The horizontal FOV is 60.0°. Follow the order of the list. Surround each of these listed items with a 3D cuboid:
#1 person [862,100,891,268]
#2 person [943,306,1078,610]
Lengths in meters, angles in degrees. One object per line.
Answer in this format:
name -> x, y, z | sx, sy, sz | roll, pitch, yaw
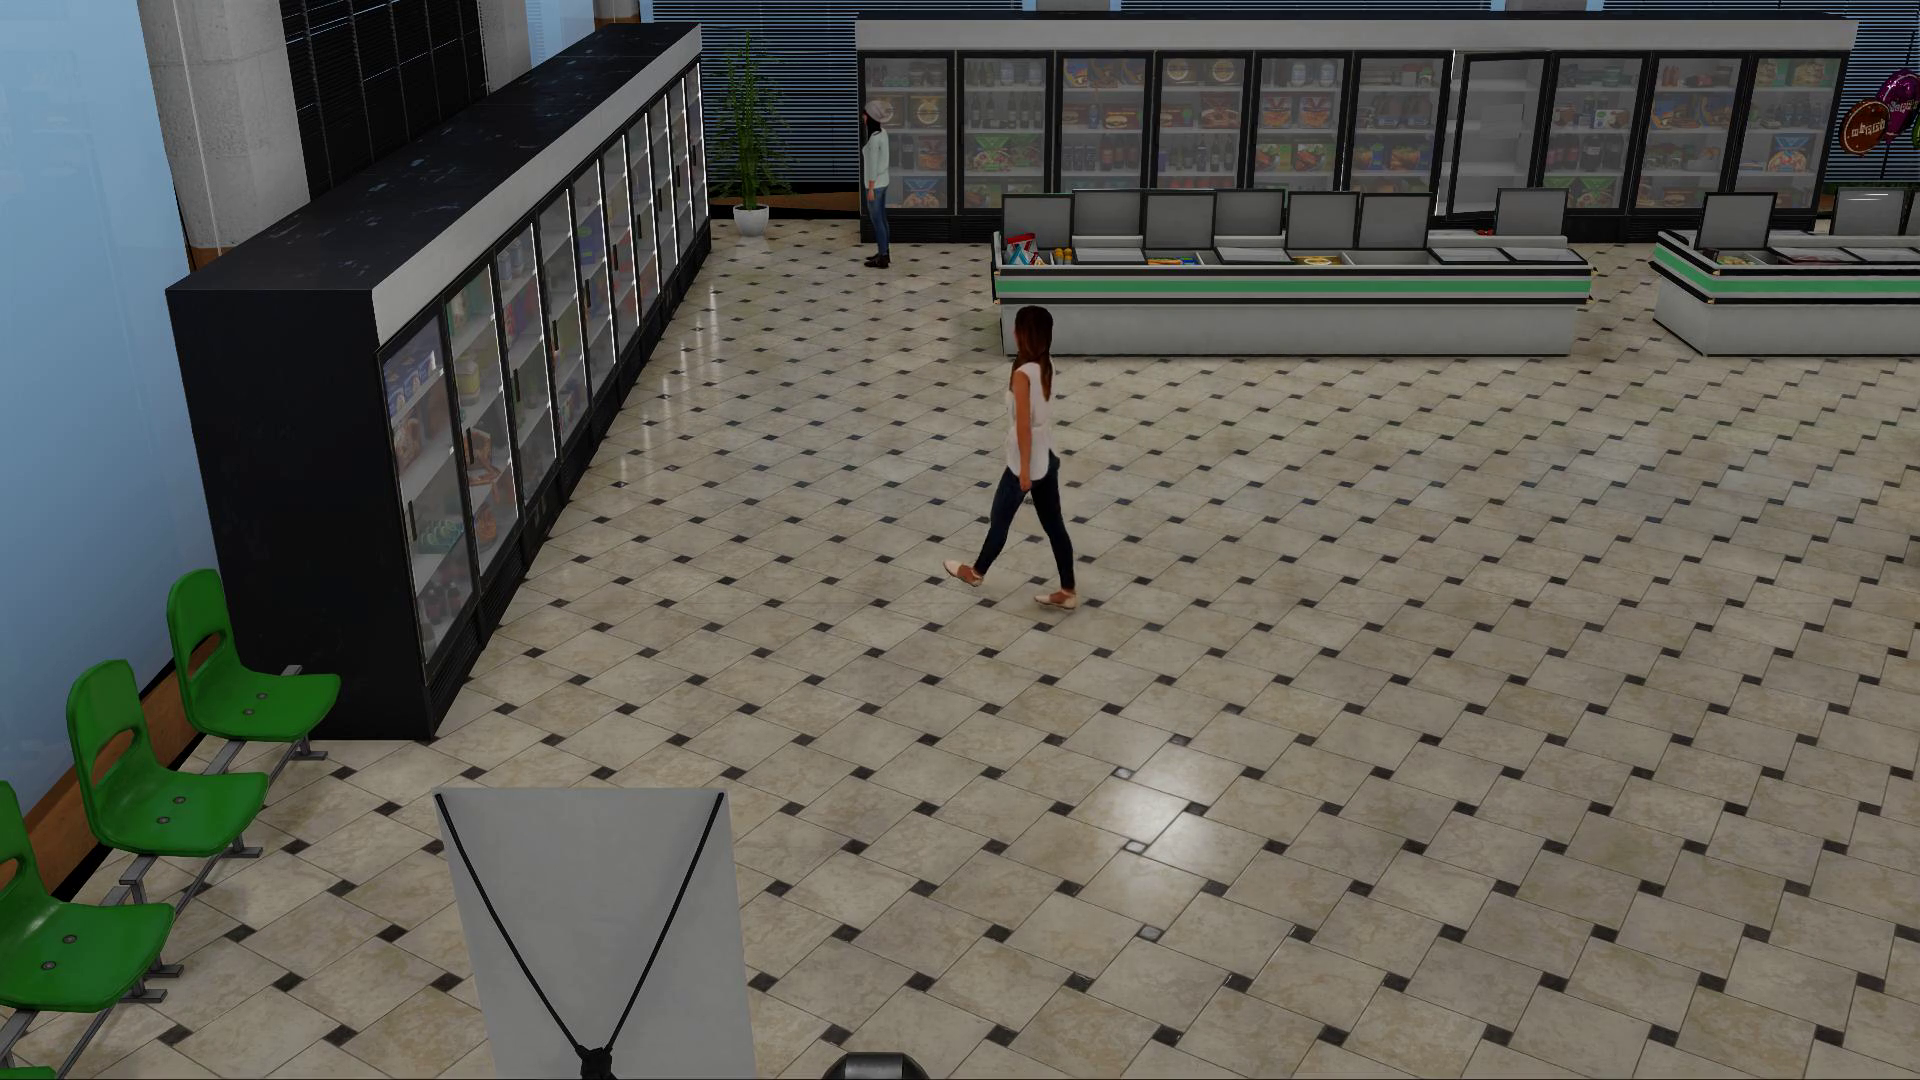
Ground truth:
person -> -0.833, -3.581, 16.694 | 0.548, 1.647, 0.592 | 4, 24, 10
person -> 0.489, -0.409, 9.317 | 1.154, 1.749, 0.952 | 12, 26, 26
